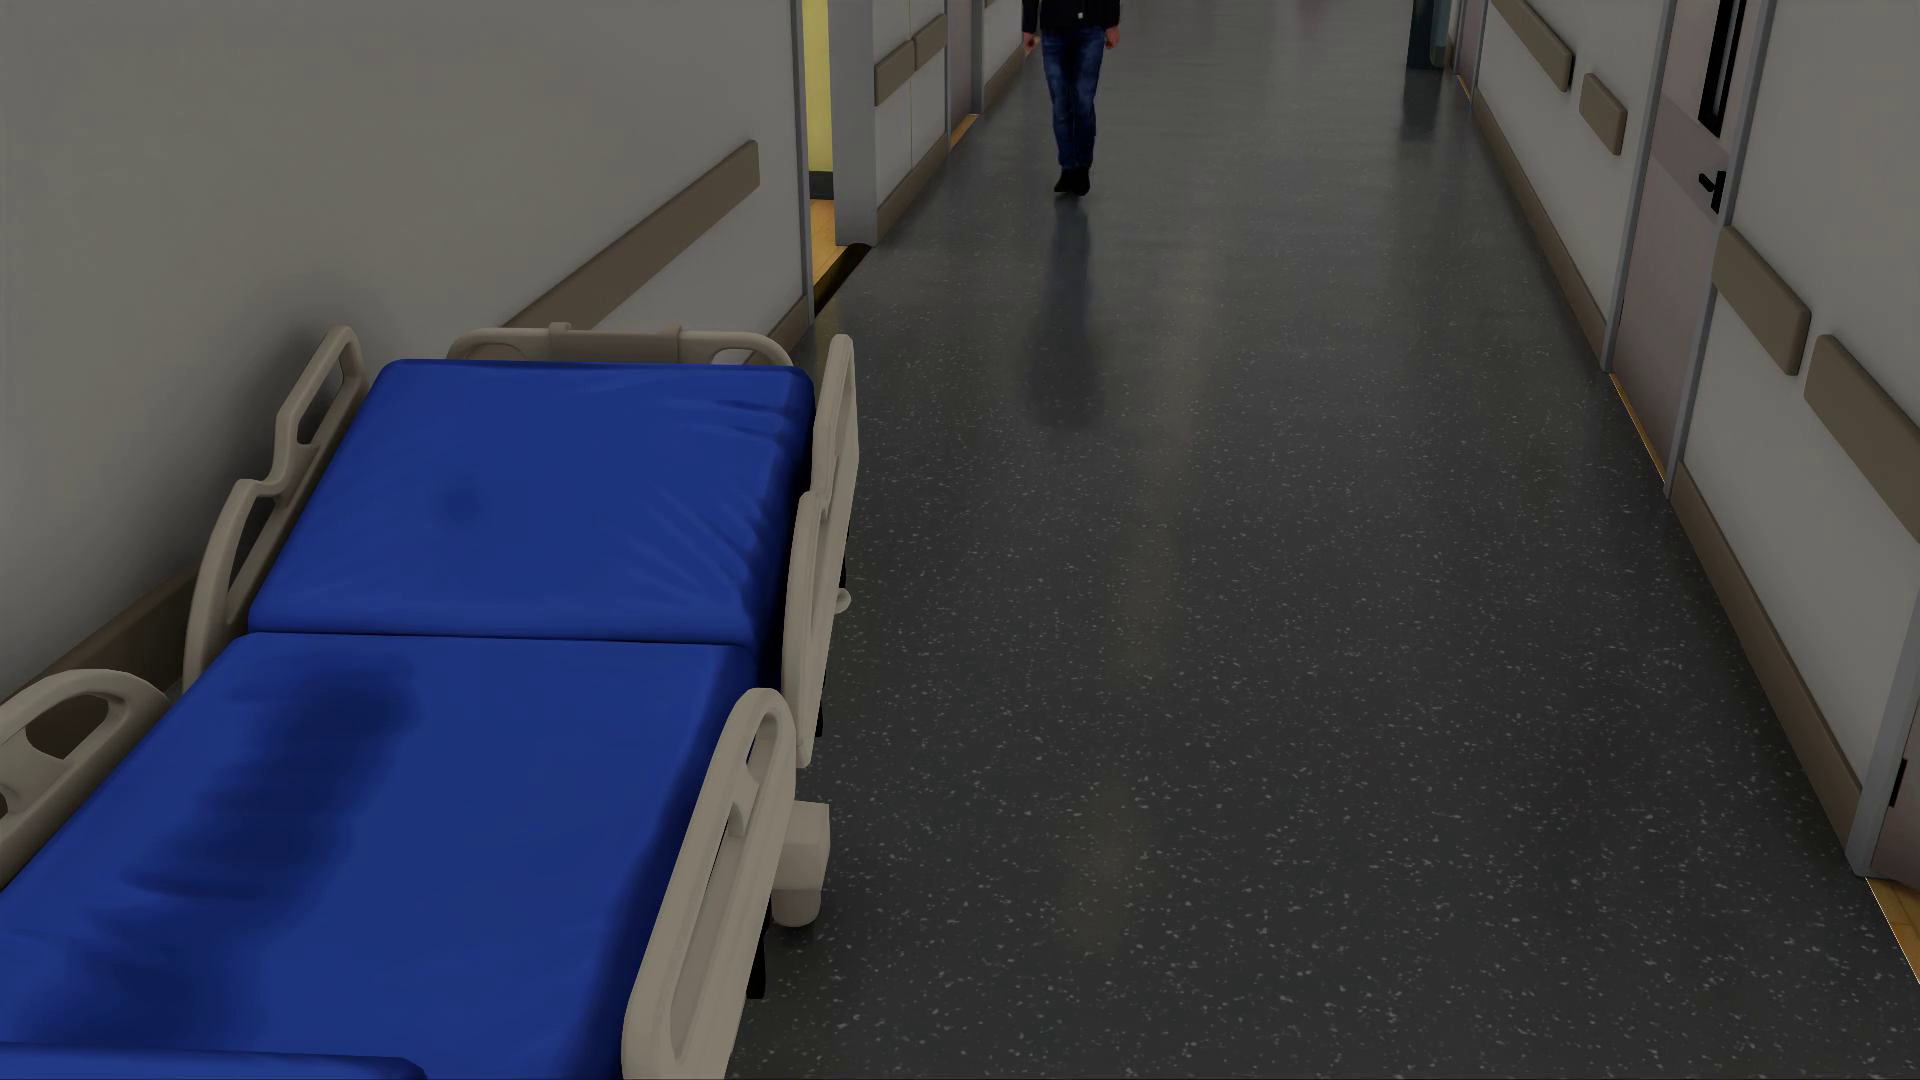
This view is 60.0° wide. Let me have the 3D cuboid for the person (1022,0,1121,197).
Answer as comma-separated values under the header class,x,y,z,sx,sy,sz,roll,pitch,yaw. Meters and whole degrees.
class,x,y,z,sx,sy,sz,roll,pitch,yaw
person,0.666,-2.915,9.448,0.633,1.875,0.794,8,27,16
